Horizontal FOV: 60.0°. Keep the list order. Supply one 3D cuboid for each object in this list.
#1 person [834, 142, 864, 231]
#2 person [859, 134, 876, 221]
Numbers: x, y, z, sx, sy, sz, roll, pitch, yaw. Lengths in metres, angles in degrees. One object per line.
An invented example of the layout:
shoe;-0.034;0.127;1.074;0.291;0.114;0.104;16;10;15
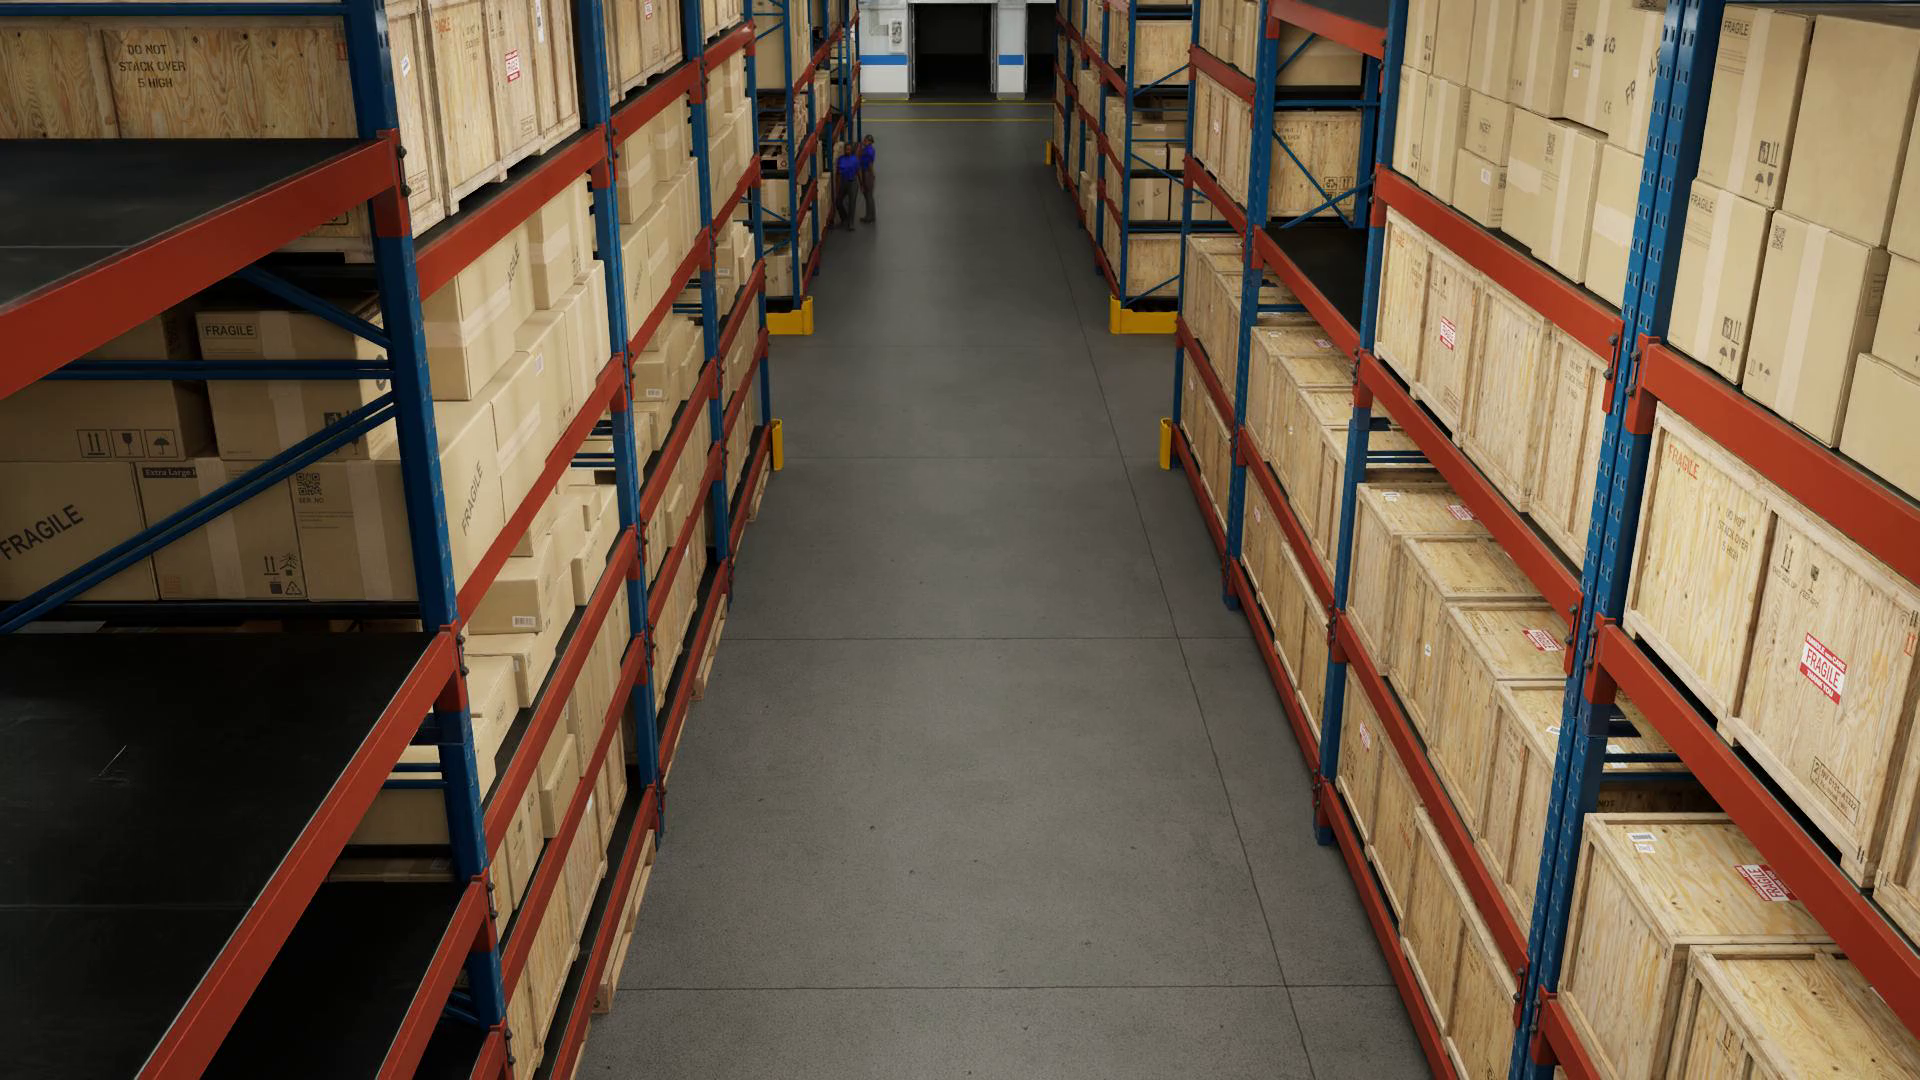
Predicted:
person;-2.132;-6.810;31.926;0.604;1.652;0.571;1;22;3
person;-1.837;-7.140;32.777;0.339;1.681;0.503;-4;22;-10
